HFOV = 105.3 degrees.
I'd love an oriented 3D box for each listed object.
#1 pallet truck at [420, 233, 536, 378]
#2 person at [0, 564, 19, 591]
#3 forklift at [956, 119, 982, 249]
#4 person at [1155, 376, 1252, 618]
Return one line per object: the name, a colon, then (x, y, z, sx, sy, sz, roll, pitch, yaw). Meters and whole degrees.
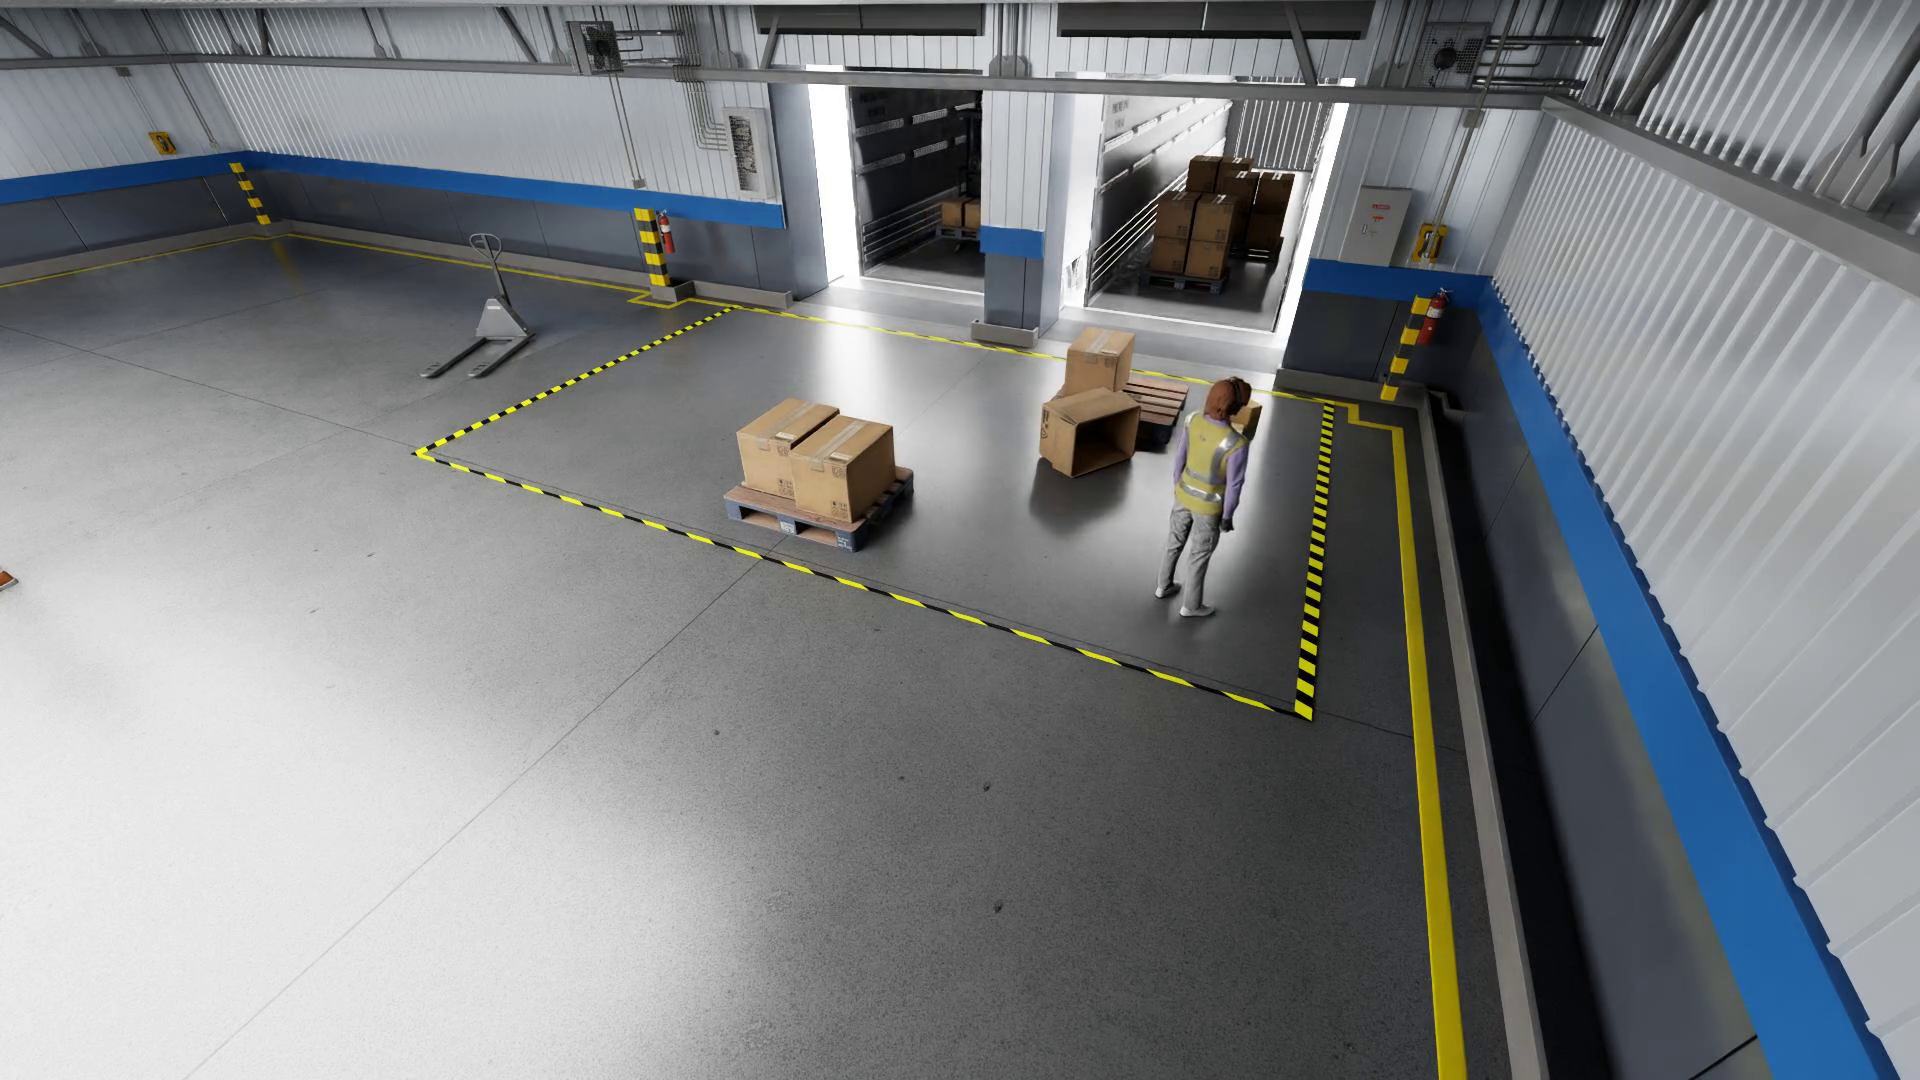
pallet truck: (-5.664, -2.712, 8.427, 0.680, 1.201, 1.601, 0, 35, -1)
person: (-6.908, -0.446, 4.634, 0.602, 1.949, 0.390, 17, 39, 22)
forklift: (0.637, -6.191, 12.619, 0.716, 2.013, 0.776, 15, 38, 20)
person: (1.519, -0.236, 4.604, 0.312, 1.639, 0.515, -16, 39, -21)
